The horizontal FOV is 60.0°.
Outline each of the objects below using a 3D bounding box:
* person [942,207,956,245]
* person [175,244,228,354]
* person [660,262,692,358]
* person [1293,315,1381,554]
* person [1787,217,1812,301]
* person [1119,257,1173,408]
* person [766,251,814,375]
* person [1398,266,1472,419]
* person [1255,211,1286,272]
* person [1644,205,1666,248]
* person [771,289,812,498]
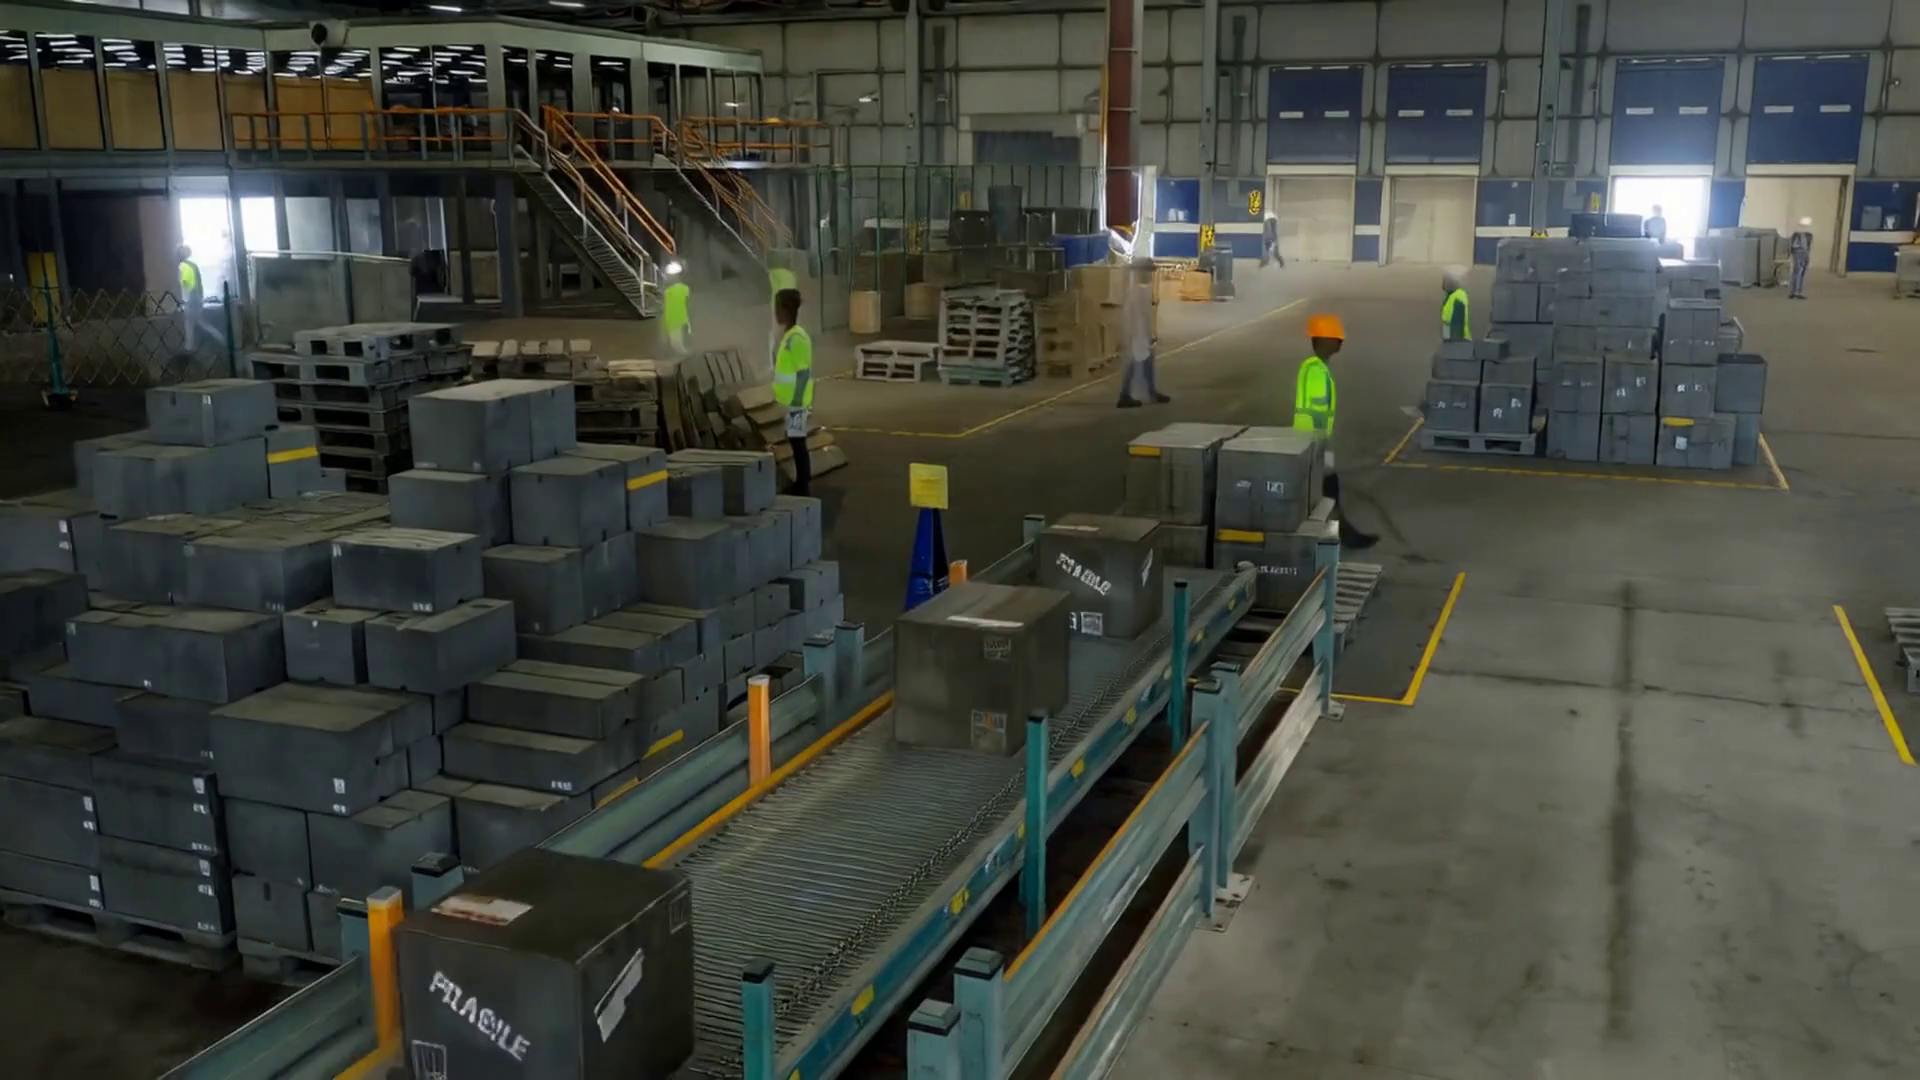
[{"bbox_3d":[-0.315,-8.901,49.306,0.921,1.908,0.617,-6,14,-25],"label":"person"},{"bbox_3d":[-12.514,-3.954,27.358,0.828,1.818,0.525,-2,13,-10],"label":"person"},{"bbox_3d":[-3.902,-3.017,23.303,0.827,1.736,0.521,6,14,25],"label":"person"},{"bbox_3d":[2.844,-0.794,12.957,0.966,1.893,0.564,3,13,14],"label":"person"},{"bbox_3d":[19.522,-6.518,38.600,0.585,1.917,0.381,-5,13,-20],"label":"person"},{"bbox_3d":[2.413,-2.632,21.183,0.828,1.907,0.559,-1,13,-2],"label":"person"},{"bbox_3d":[-2.597,-3.379,24.742,0.538,1.818,0.971,8,15,33],"label":"person"},{"bbox_3d":[5.859,-2.353,20.027,0.987,1.862,0.614,1,13,5],"label":"person"},{"bbox_3d":[9.227,-8.796,49.086,0.921,1.809,0.638,11,17,40],"label":"person"},{"bbox_3d":[19.859,-8.555,47.561,0.610,1.996,0.384,1,13,5],"label":"person"},{"bbox_3d":[-1.508,-1.271,14.955,0.361,1.964,0.618,-2,13,-10],"label":"person"}]
